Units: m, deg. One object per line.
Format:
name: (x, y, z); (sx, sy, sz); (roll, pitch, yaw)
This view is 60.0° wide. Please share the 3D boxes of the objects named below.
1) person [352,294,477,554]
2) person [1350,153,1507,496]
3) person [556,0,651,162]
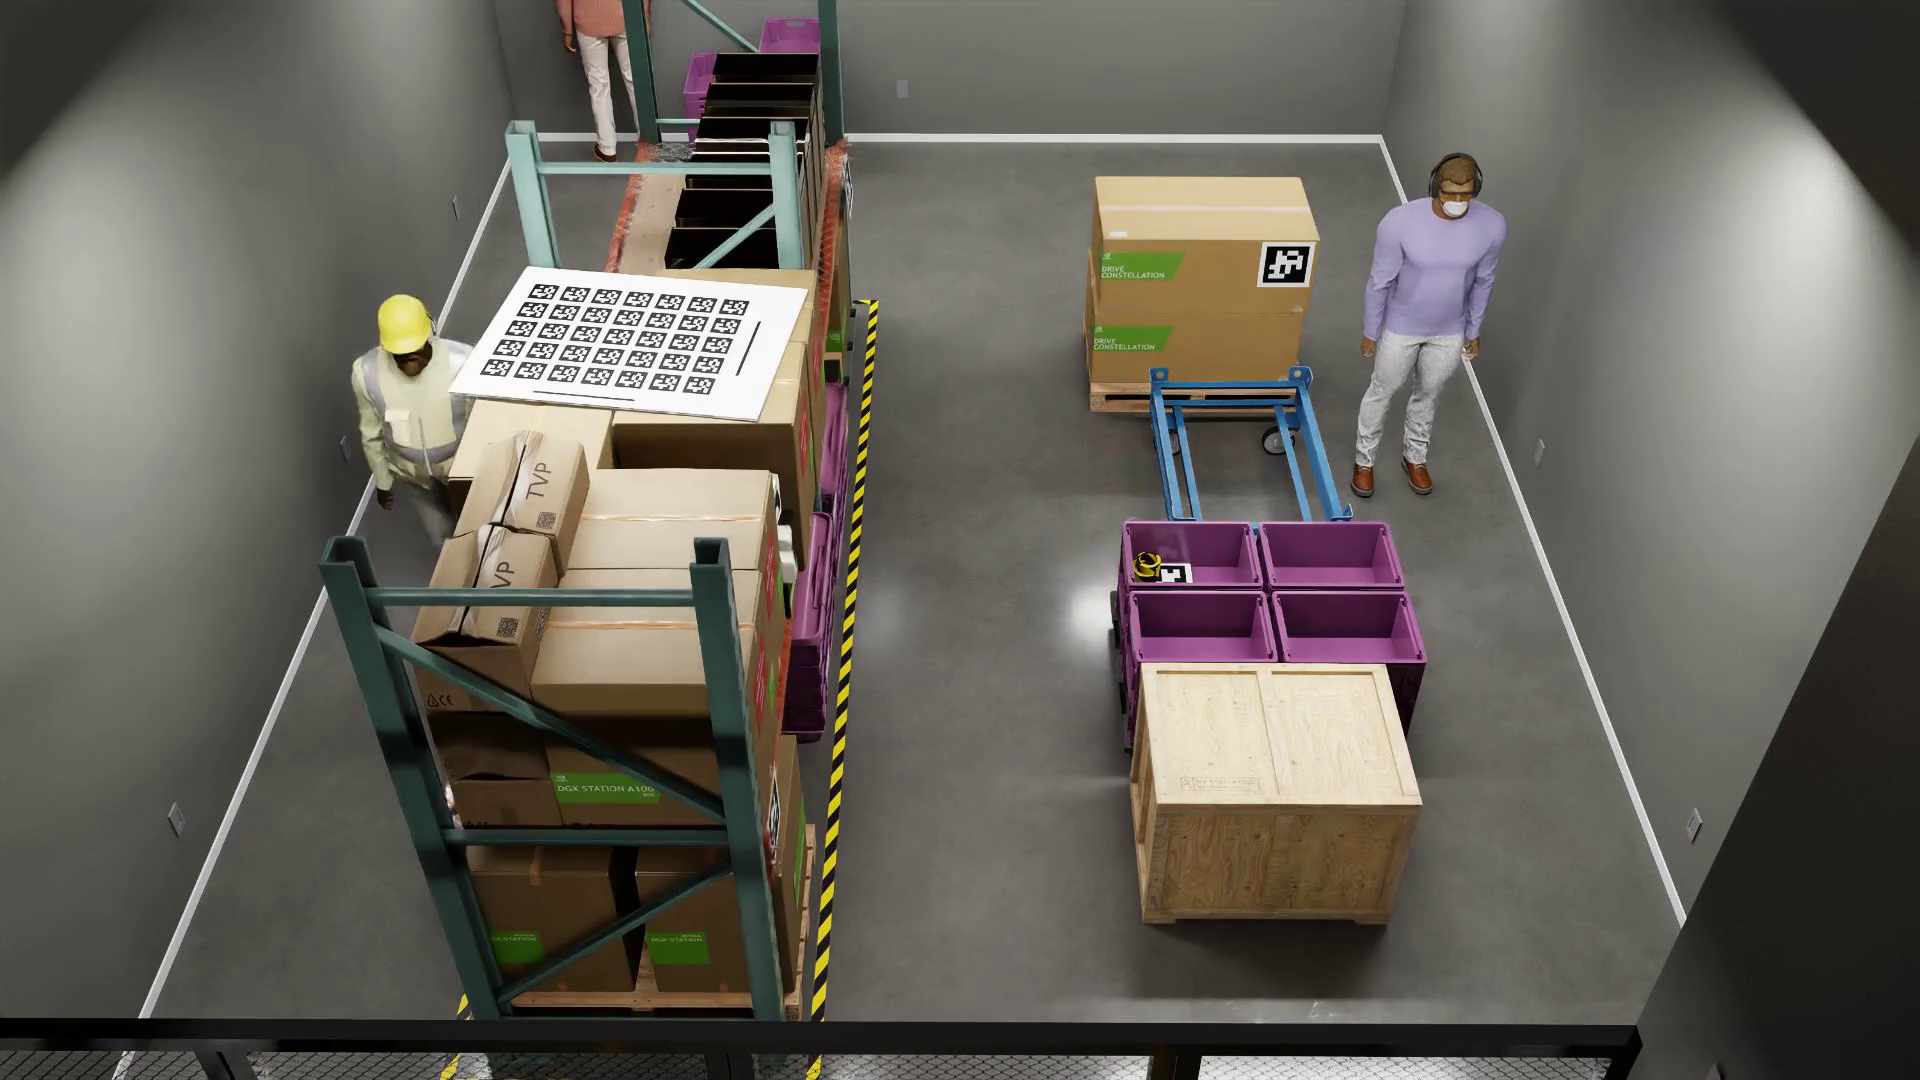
person: (-2.384, -0.355, 7.609); (0.605, 1.819, 0.416); (-4, 41, -5)
person: (2.316, -1.060, 8.322); (0.635, 1.939, 0.367); (-2, 41, -2)
person: (-2.346, -3.438, 10.992); (0.622, 1.992, 0.395); (-16, 44, -17)
